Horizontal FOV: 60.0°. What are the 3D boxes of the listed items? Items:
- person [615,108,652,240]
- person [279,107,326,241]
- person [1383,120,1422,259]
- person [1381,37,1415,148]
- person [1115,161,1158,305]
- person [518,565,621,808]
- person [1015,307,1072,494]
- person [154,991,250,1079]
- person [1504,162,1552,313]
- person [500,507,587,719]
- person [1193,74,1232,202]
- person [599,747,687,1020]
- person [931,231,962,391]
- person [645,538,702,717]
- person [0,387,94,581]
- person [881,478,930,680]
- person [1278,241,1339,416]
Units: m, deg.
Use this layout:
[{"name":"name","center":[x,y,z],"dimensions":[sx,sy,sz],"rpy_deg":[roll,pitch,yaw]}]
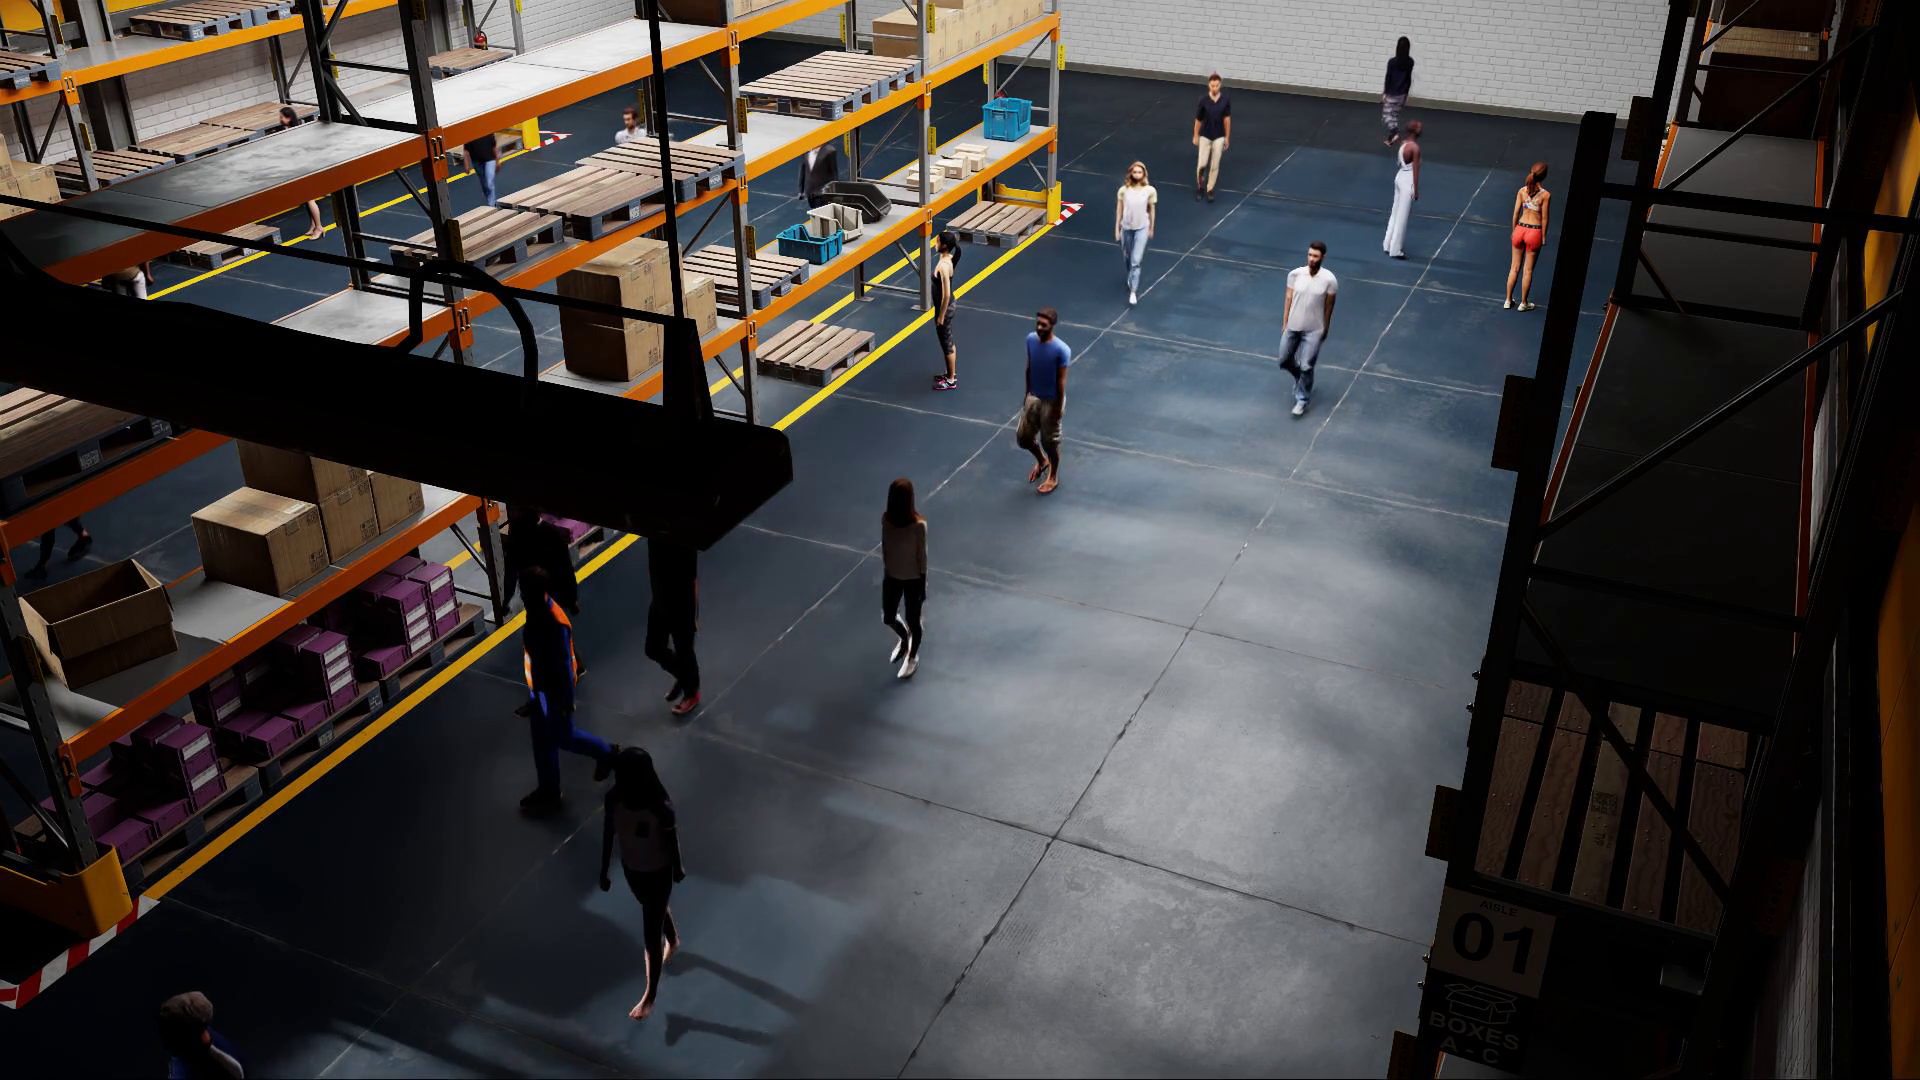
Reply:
[{"name":"person","center":[-4.225,-4.805,21.964],"dimensions":[0.773,1.836,0.762],"rpy_deg":[4,29,8]},{"name":"person","center":[-8.796,-4.890,22.191],"dimensions":[0.815,1.769,0.782],"rpy_deg":[-16,32,-27]},{"name":"person","center":[5.757,-4.545,21.542],"dimensions":[0.728,1.783,0.642],"rpy_deg":[-5,29,-8]},{"name":"person","center":[6.871,-6.994,26.097],"dimensions":[0.811,1.722,0.877],"rpy_deg":[-7,29,-13]},{"name":"person","center":[2.115,-3.772,20.234],"dimensions":[0.890,1.680,1.241],"rpy_deg":[3,29,6]},{"name":"person","center":[-2.708,0.970,11.364],"dimensions":[1.130,1.848,0.972],"rpy_deg":[-21,35,-33]},{"name":"person","center":[0.854,-1.350,15.619],"dimensions":[0.721,1.846,0.756],"rpy_deg":[21,35,33]},{"name":"person","center":[-3.487,2.834,7.964],"dimensions":[0.698,1.832,0.767],"rpy_deg":[17,33,28]},{"name":"person","center":[6.773,-3.619,19.838],"dimensions":[0.648,1.790,0.633],"rpy_deg":[23,36,35]},{"name":"person","center":[-3.063,0.385,12.527],"dimensions":[0.725,1.761,1.122],"rpy_deg":[16,32,27]},{"name":"person","center":[3.596,-5.749,23.705],"dimensions":[0.747,1.826,0.768],"rpy_deg":[1,29,1]},{"name":"person","center":[-1.810,1.883,9.866],"dimensions":[0.599,1.680,0.922],"rpy_deg":[13,31,23]},{"name":"person","center":[-0.149,-2.461,17.779],"dimensions":[0.703,1.729,0.583],"rpy_deg":[3,29,5]},{"name":"person","center":[-2.074,0.473,12.382],"dimensions":[0.688,1.746,0.684],"rpy_deg":[19,34,30]},{"name":"person","center":[-7.863,-0.554,14.347],"dimensions":[0.800,1.667,1.179],"rpy_deg":[6,29,11]},{"name":"person","center":[-0.369,0.258,12.830],"dimensions":[0.591,1.694,0.613],"rpy_deg":[14,32,25]},{"name":"person","center":[3.606,-2.229,17.227],"dimensions":[0.724,1.850,0.862],"rpy_deg":[16,32,27]}]
